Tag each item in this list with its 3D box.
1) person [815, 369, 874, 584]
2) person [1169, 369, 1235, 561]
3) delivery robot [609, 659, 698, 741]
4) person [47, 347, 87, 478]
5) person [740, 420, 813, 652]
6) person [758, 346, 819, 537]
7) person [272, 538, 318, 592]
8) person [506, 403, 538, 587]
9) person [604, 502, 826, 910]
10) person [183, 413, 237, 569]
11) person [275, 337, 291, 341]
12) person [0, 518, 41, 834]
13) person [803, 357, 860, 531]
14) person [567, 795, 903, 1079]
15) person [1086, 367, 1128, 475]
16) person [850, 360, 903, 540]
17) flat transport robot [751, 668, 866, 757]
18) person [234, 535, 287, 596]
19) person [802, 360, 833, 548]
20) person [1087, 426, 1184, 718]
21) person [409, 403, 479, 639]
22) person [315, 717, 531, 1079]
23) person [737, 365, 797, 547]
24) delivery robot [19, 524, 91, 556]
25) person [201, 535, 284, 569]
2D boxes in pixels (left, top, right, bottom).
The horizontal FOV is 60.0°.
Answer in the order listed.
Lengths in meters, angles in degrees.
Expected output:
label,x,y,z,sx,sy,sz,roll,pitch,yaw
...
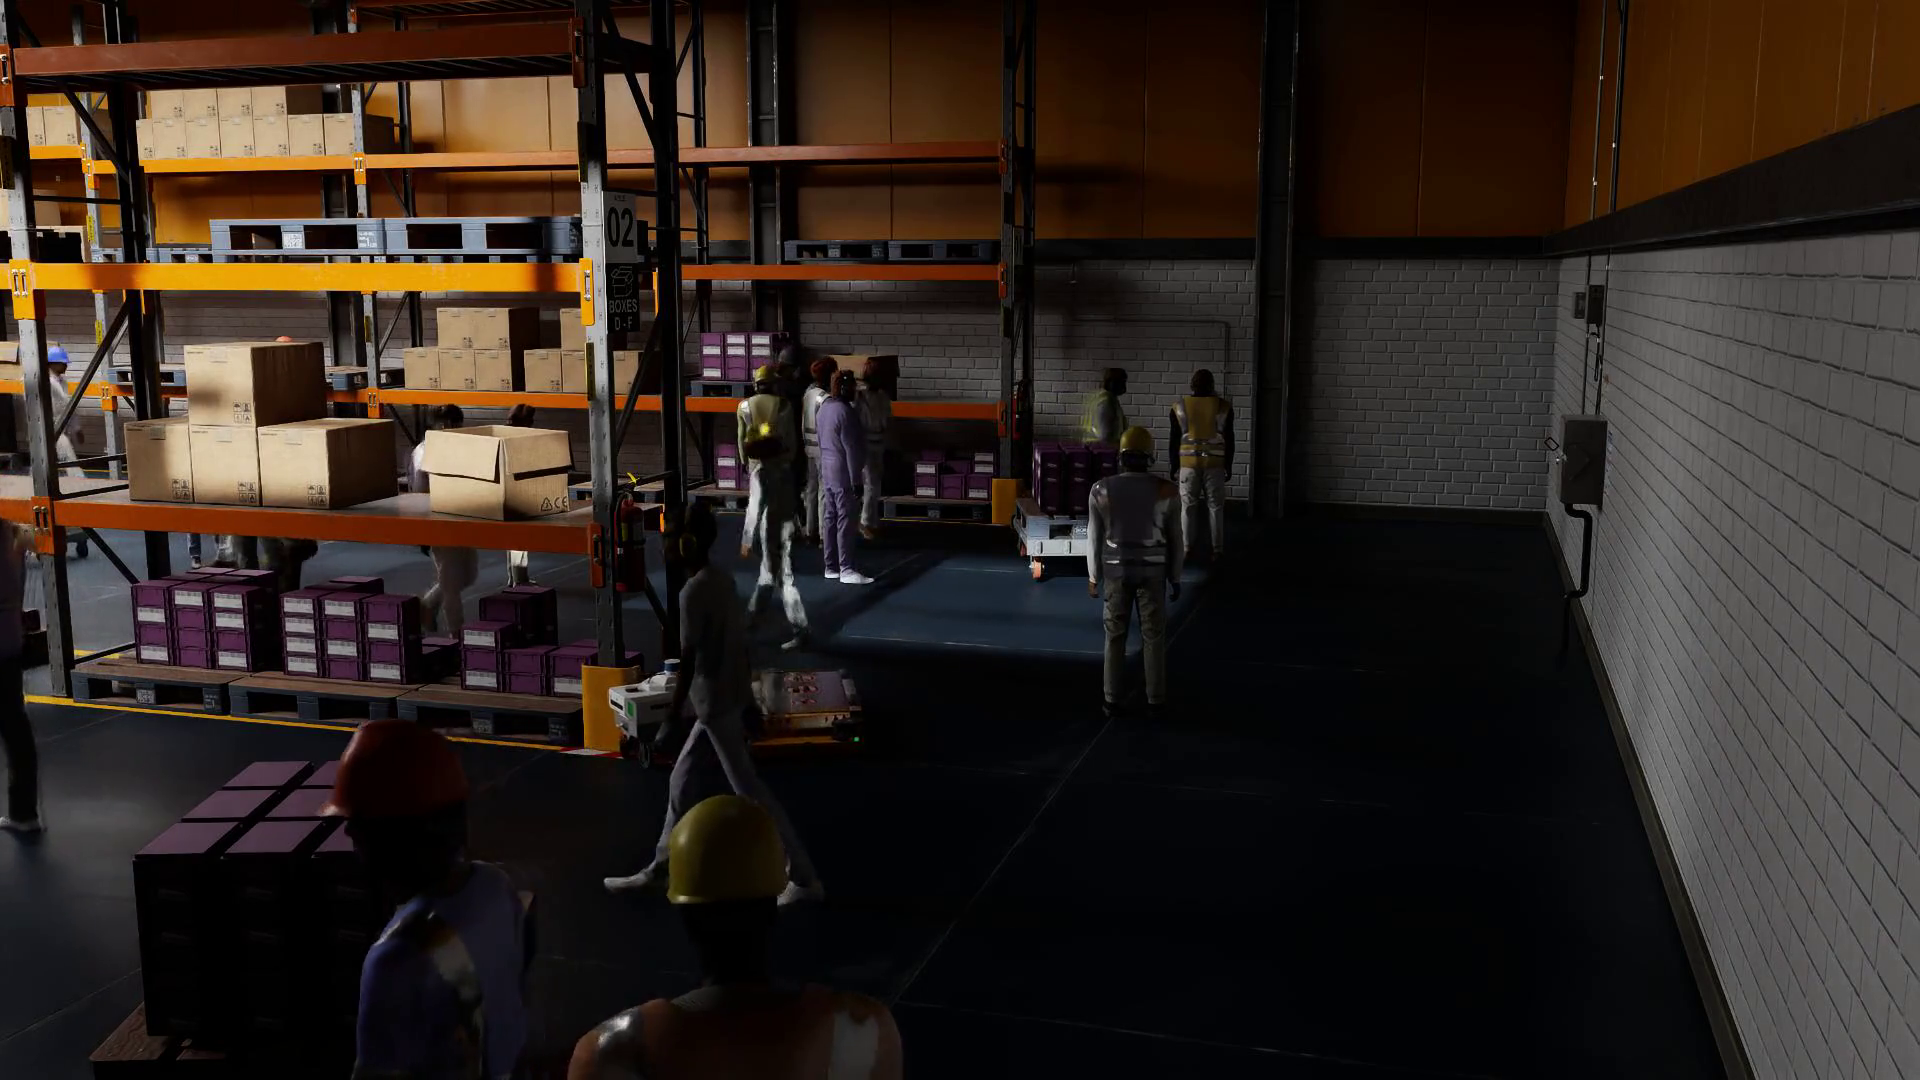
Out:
label,x,y,z,sx,sy,sz,roll,pitch,yaw
person,-1.023,-0.562,14.808,0.410,1.909,0.642,-6,11,-30
person,2.314,-0.713,15.928,0.619,1.845,0.430,1,9,8
delivery robot,-1.643,0.927,9.557,0.707,0.478,0.477,-6,11,-32
person,-10.292,-1.268,19.137,1.001,1.890,0.644,-2,9,-10
person,-1.463,-0.032,12.185,0.882,1.691,0.496,4,10,21
person,-1.762,-1.062,17.451,0.957,2.000,0.708,3,10,18
person,-5.309,-0.283,13.092,0.539,1.910,0.572,-2,9,-9
person,-3.815,-0.372,14.460,0.315,1.639,0.523,-4,10,-22
person,-1.057,0.732,7.234,1.004,1.817,0.481,0,9,3
person,-7.053,-0.617,15.570,0.310,1.768,0.533,9,13,43
person,-7.955,-1.411,19.746,0.609,1.986,0.393,-4,10,-25
person,-4.952,0.521,8.253,0.826,1.897,0.601,4,10,25
person,-1.365,-0.991,17.521,0.956,1.871,0.615,4,10,21
person,-0.350,1.416,2.848,0.603,1.889,0.779,-2,10,-12
person,1.533,-0.810,16.595,0.618,1.813,0.639,0,9,1
person,-0.880,-0.918,17.140,0.463,1.867,0.699,6,11,34
flat transport robot,-0.954,1.022,10.129,0.652,0.197,1.431,-1,9,-8
person,-5.647,-0.332,13.313,0.627,1.940,0.372,2,9,11
person,-1.376,-0.860,16.700,0.349,1.881,0.584,-6,11,-33
person,1.093,0.201,10.392,0.600,1.827,0.404,1,9,8
person,-3.813,-0.101,12.253,0.657,1.830,0.635,4,10,24
person,-1.161,1.307,3.415,0.725,1.913,0.547,0,9,0
person,-1.927,-0.834,16.703,0.588,1.830,0.404,0,9,-1
delivery robot,-8.661,-0.106,15.856,0.477,0.478,0.707,3,10,18
person,-6.695,-0.659,15.351,0.682,1.922,0.640,7,12,38
